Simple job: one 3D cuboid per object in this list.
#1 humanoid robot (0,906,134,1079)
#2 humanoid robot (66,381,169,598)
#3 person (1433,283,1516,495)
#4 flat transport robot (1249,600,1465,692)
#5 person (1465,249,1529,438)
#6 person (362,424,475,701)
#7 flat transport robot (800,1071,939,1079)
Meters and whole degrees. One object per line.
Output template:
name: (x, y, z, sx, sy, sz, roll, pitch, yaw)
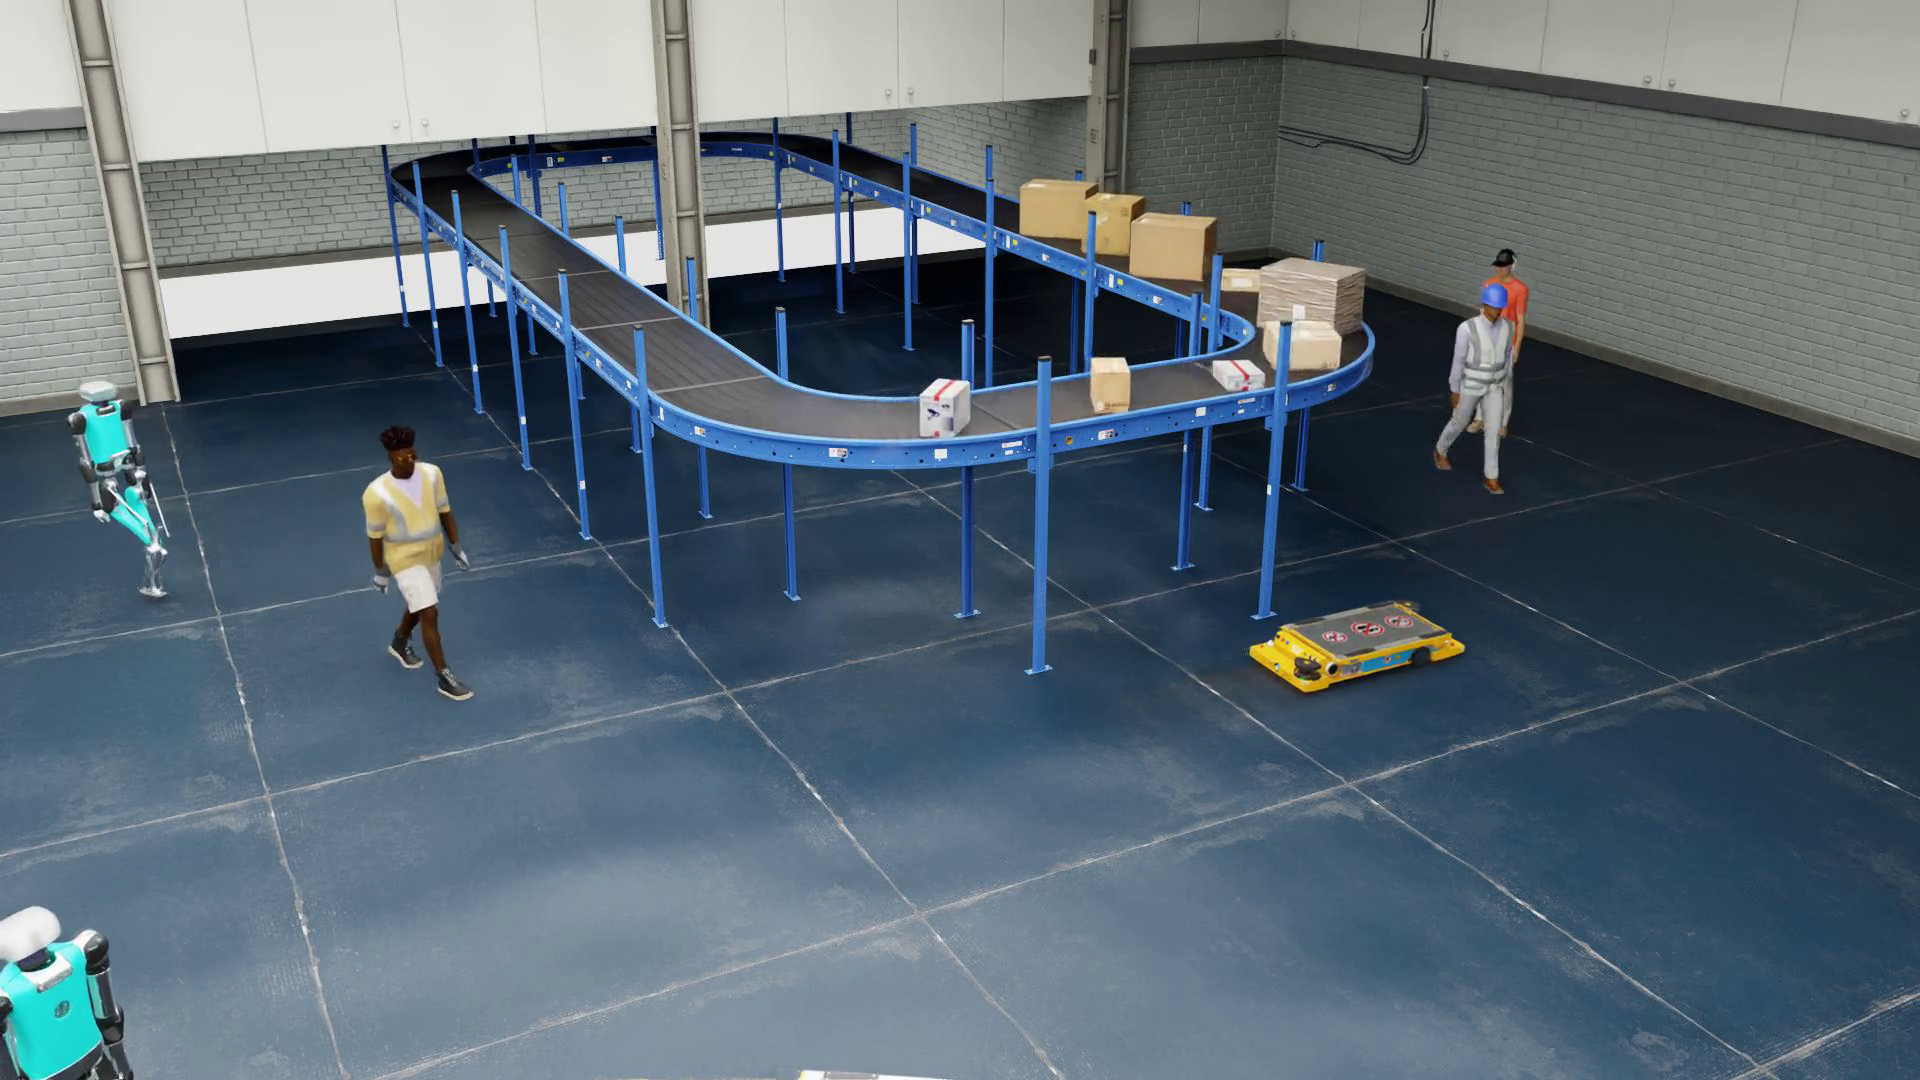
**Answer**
humanoid robot: (-3.703, 2.182, 6.596, 0.878, 1.826, 0.547, 12, 25, 27)
humanoid robot: (-6.292, -0.310, 12.718, 0.821, 1.802, 0.540, 9, 24, 22)
person: (4.743, -1.448, 15.273, 0.626, 1.911, 0.950, -6, 23, -14)
flat transport robot: (2.872, 0.756, 12.006, 1.431, 0.231, 0.659, -10, 24, -24)
person: (5.336, -1.952, 16.530, 0.491, 1.900, 0.446, 20, 30, 41)
person: (-3.759, 0.100, 11.431, 0.961, 1.922, 0.602, 13, 25, 29)
flat transport robot: (-0.304, 2.660, 7.300, 1.431, 0.231, 0.659, 2, 22, 5)
